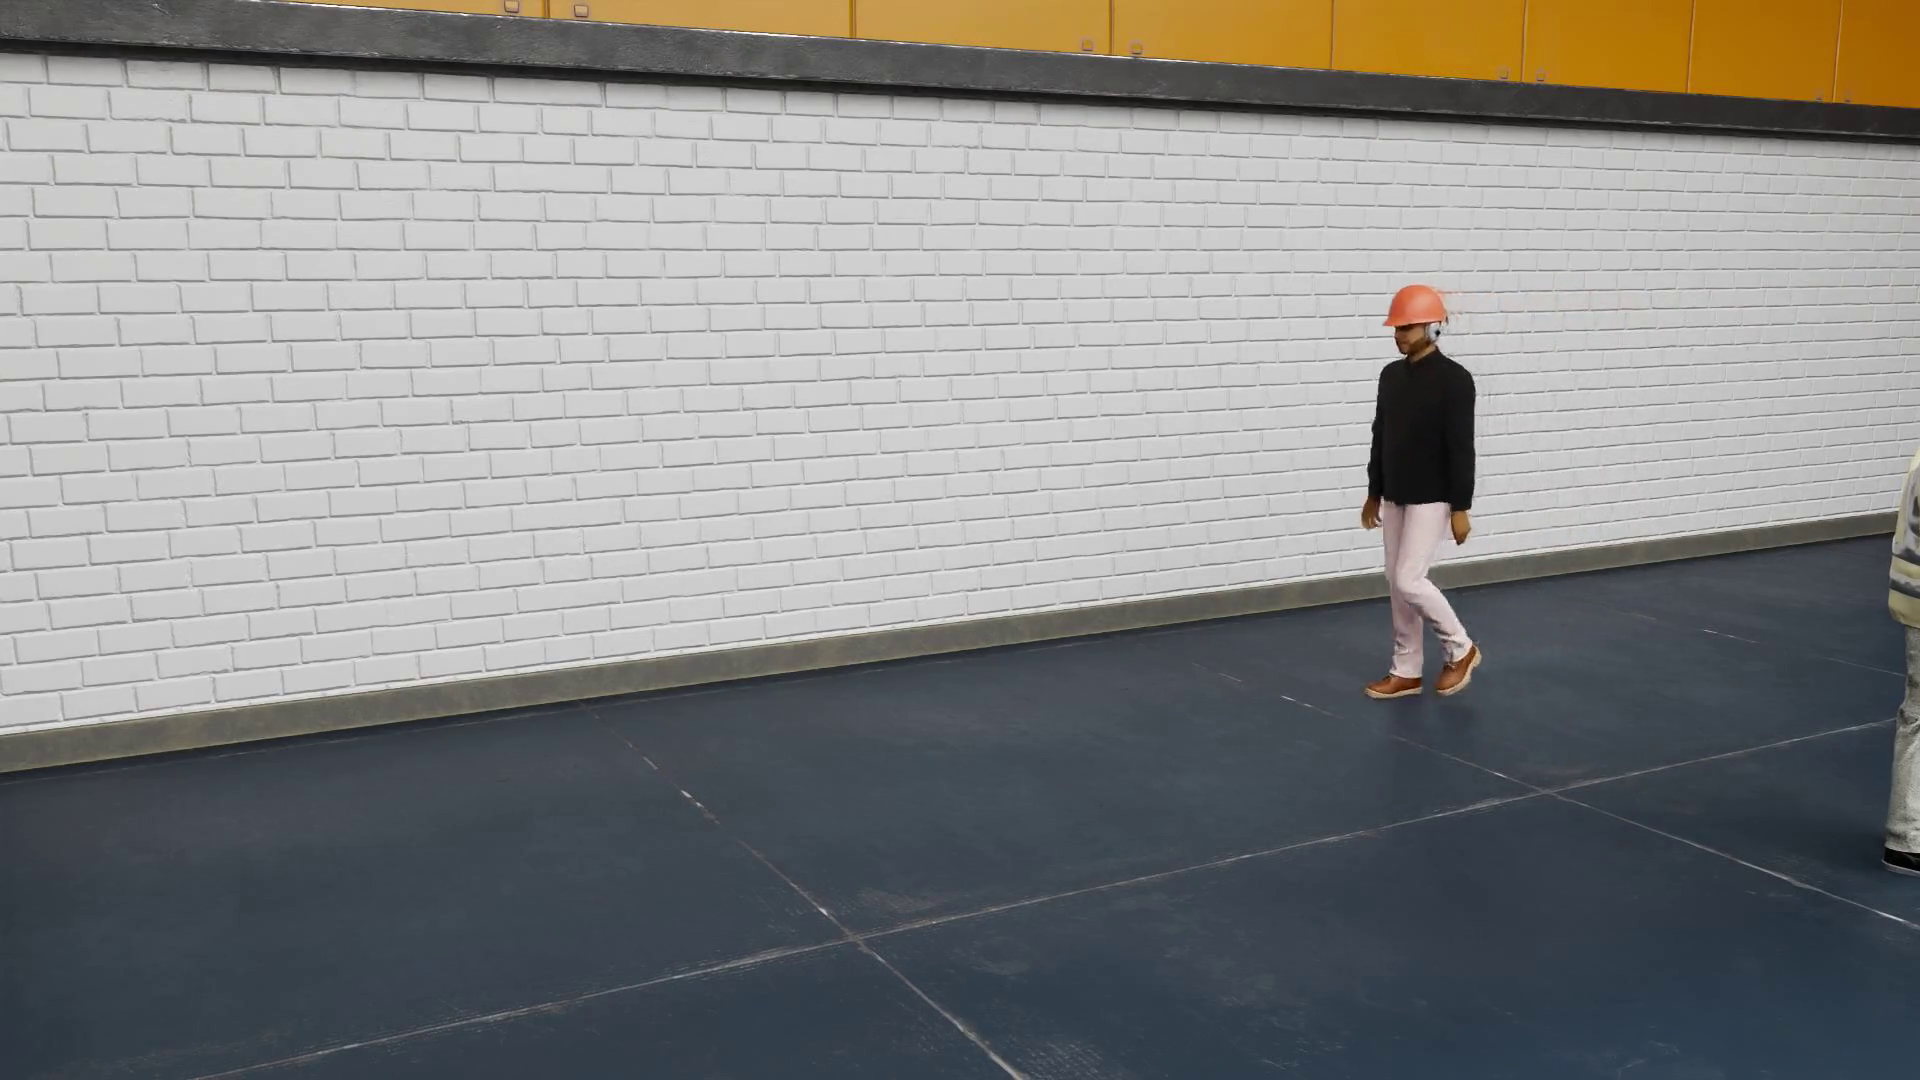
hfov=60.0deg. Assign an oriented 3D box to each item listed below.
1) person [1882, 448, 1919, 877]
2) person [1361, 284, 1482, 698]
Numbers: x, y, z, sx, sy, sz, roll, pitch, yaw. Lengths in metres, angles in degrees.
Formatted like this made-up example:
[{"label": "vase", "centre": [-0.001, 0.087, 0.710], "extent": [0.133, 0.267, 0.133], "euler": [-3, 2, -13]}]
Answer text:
[{"label": "person", "centre": [3.378, 0.248, 5.653], "extent": [0.403, 1.825, 0.591], "euler": [6, 11, 29]}, {"label": "person", "centre": [2.149, -0.206, 7.831], "extent": [0.460, 1.976, 0.624], "euler": [-4, 10, -20]}]
